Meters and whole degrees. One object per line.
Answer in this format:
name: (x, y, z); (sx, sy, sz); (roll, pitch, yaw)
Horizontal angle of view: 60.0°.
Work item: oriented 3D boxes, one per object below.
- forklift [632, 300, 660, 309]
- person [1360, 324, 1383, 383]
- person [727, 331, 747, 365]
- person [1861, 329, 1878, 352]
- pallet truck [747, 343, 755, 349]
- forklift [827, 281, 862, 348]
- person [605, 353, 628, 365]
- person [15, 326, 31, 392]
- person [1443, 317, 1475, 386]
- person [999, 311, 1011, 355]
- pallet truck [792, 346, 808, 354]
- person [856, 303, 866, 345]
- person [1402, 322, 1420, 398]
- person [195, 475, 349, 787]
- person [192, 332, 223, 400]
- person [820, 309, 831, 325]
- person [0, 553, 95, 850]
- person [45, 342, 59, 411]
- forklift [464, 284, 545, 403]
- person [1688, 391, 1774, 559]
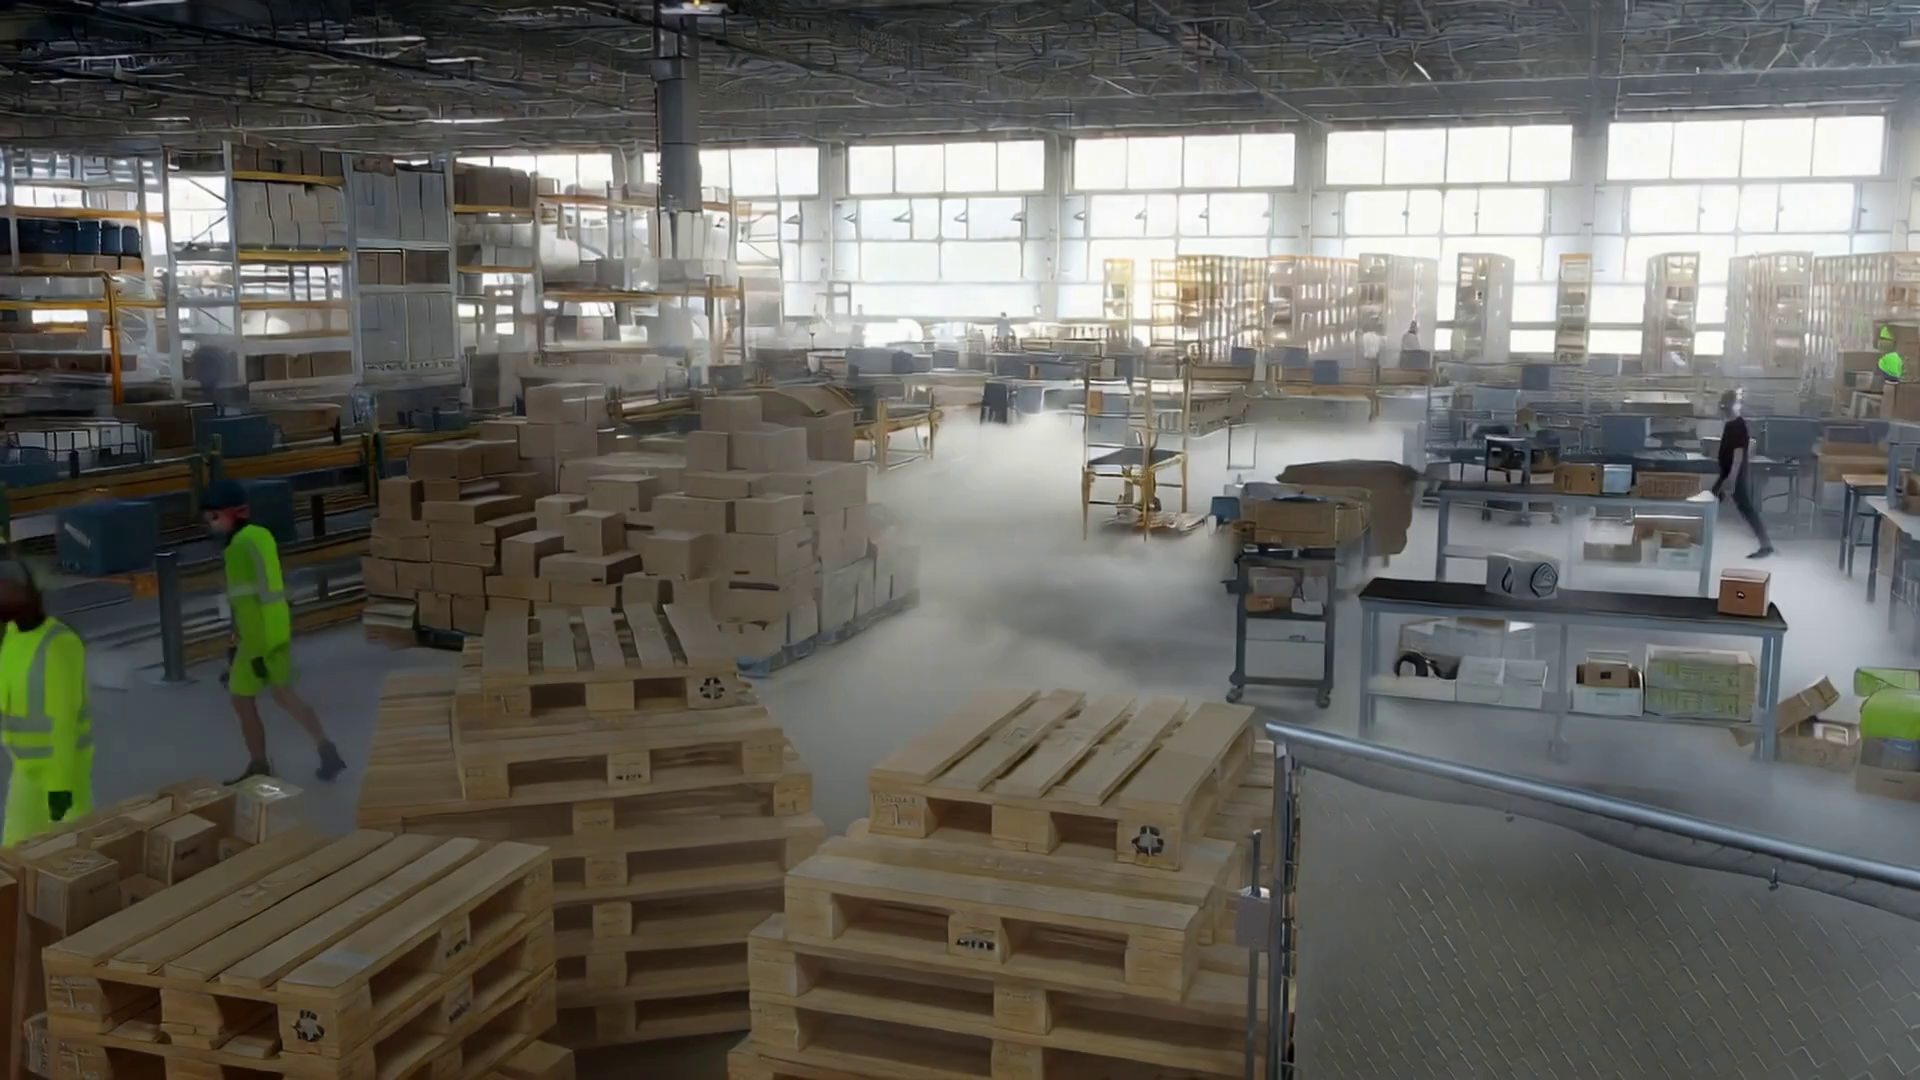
forklift: (-9.201, -6.202, 49.033); (1.129, 2.768, 1.873); (-2, 9, -12)
person: (10.670, -4.706, 43.085); (0.564, 1.797, 1.004); (8, 12, 40)
person: (-5.365, -4.194, 40.126); (0.540, 1.695, 0.318); (-6, 11, -34)
person: (21.728, -4.192, 39.831); (0.909, 1.792, 0.603); (3, 10, 19)
pallet truck: (-6.183, -4.618, 44.264); (1.601, 1.201, 0.680); (-9, 12, -43)
forklift: (-4.621, -8.633, 64.297); (1.129, 2.768, 1.873); (3, 10, 20)
person: (-8.731, -4.594, 42.253); (0.609, 1.823, 0.420); (2, 9, 14)
person: (-22.486, -4.245, 40.035); (0.452, 1.822, 0.568); (-5, 10, -28)
person: (12.955, -4.817, 43.239); (0.942, 1.957, 0.598); (8, 12, 40)
person: (1.657, -7.534, 60.991); (0.485, 1.735, 0.343); (-4, 10, -24)
pallet truck: (-3.705, -4.298, 42.022); (0.653, 1.274, 1.630); (3, 10, 20)
person: (-4.033, -8.453, 66.185); (0.759, 1.909, 0.565); (2, 9, 15)
person: (11.112, -4.432, 41.008); (0.512, 1.897, 0.651); (7, 11, 36)
person: (-4.007, 0.555, 9.707); (0.734, 1.904, 0.567); (0, 9, -2)
person: (-15.465, -3.348, 34.280); (0.945, 1.868, 0.652); (3, 9, 17)
person: (-4.294, -6.421, 53.325); (0.392, 1.946, 0.616); (2, 9, 14)
person: (-3.886, 0.962, 7.255); (0.576, 1.863, 0.770); (6, 11, 34)
person: (-19.395, -3.422, 35.511); (0.371, 1.617, 0.518); (3, 9, 15)
forklift: (-10.832, -4.702, 39.610); (1.129, 2.768, 1.873); (3, 10, 20)
person: (8.247, -0.684, 17.754); (1.008, 1.822, 0.511); (1, 9, 6)
